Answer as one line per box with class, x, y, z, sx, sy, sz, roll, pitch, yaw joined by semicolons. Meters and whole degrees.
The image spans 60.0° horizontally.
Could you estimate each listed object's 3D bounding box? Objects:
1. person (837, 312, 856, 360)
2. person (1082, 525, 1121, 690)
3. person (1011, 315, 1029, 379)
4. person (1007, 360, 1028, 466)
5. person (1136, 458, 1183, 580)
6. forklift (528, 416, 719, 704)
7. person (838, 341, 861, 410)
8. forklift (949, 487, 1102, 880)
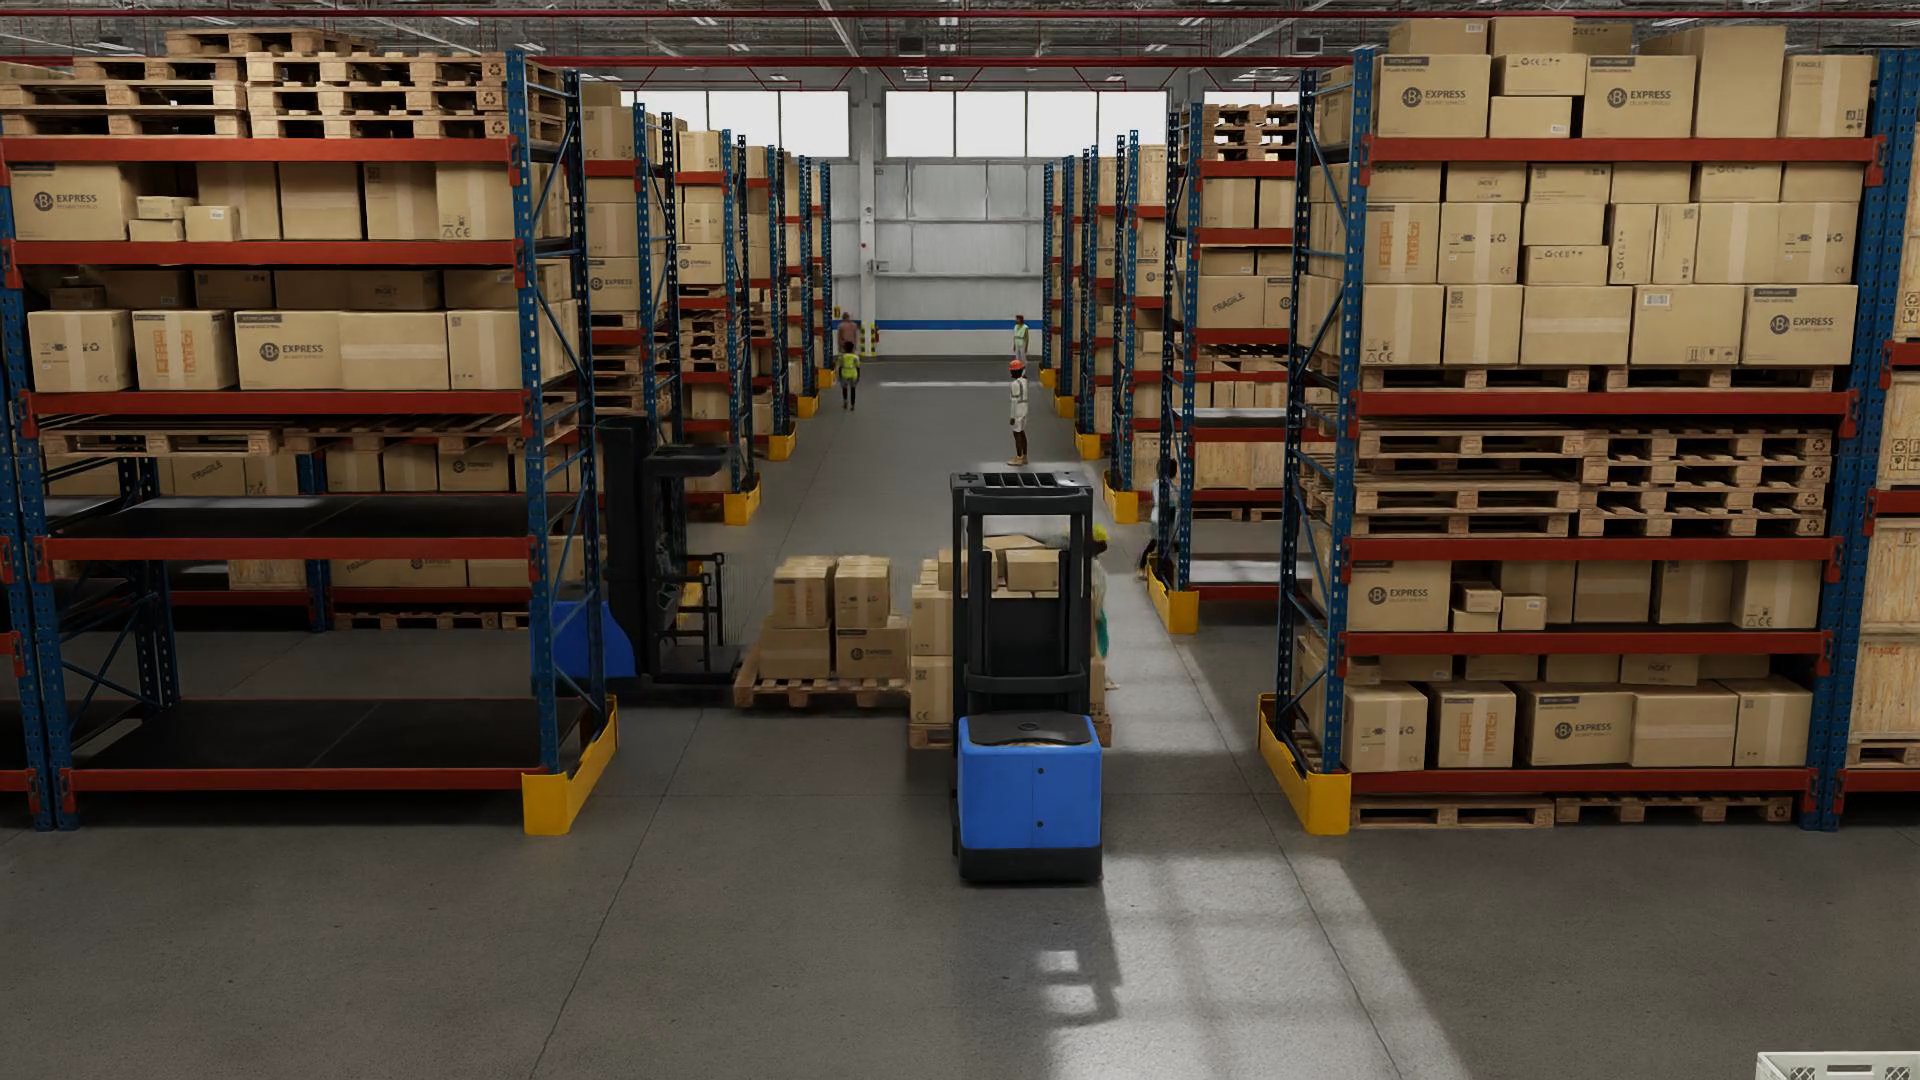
person;-3.311;-5.695;48.383;0.652;1.890;0.453;-7;14;-33
person;1.298;0.699;17.065;0.678;1.748;0.528;-2;12;-9
person;1.764;-5.553;47.812;0.396;1.839;0.564;-9;14;-37
person;1.092;-2.430;31.867;0.410;2.035;0.602;4;12;20
person;2.724;-0.270;22.116;0.891;1.645;0.535;-7;13;-31
forklift;-3.360;0.179;16.811;1.873;2.768;1.129;0;11;-1
person;-2.680;-3.991;40.451;0.543;1.685;0.366;0;11;-2
forklift;0.495;0.986;12.813;1.129;2.768;1.873;0;11;-2
